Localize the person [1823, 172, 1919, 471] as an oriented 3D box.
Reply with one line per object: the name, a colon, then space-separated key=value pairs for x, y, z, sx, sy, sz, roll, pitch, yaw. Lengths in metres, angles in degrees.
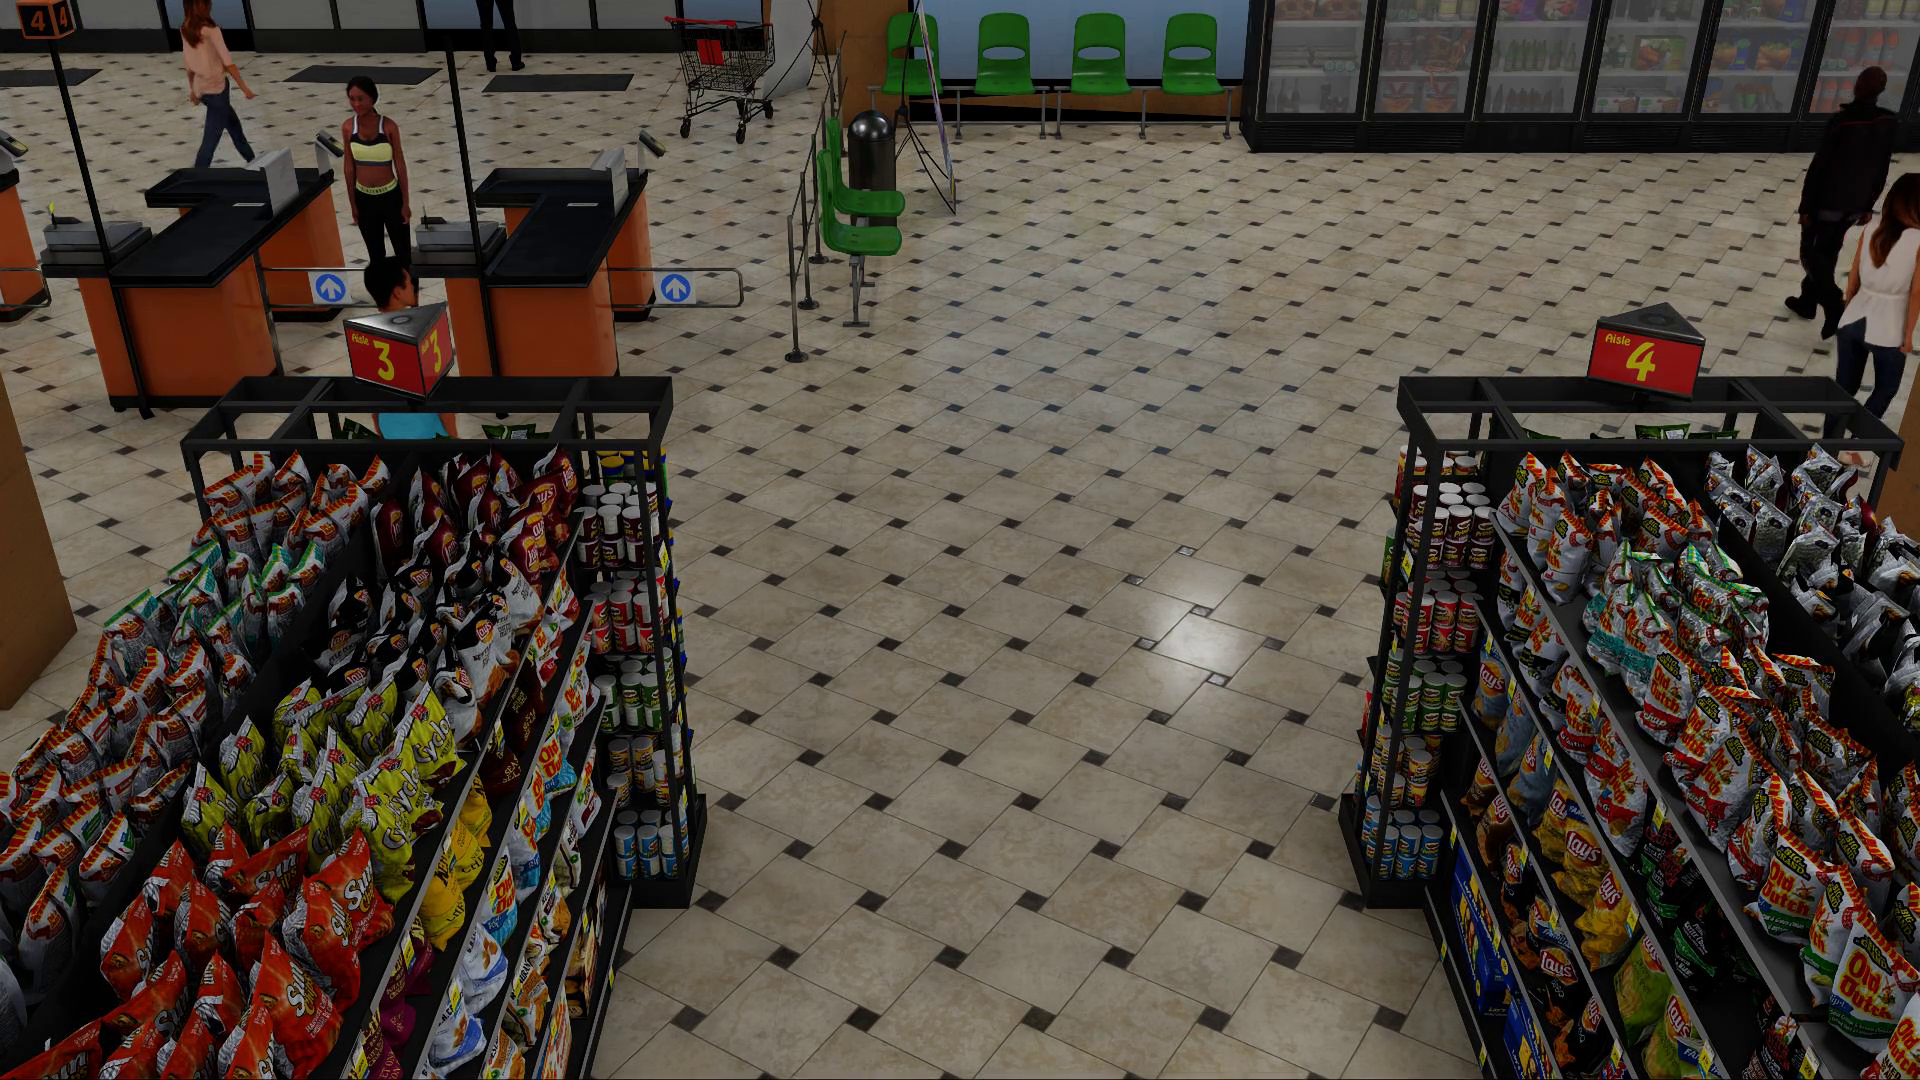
person: x=5.066 y=-1.154 z=9.310 sx=0.793 sy=1.774 sz=0.708 roll=-19 pitch=34 yaw=-30

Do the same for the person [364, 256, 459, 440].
person: x=-2.672 y=-0.514 z=8.136 sx=0.672 sy=1.776 sz=0.629 roll=8 pitch=30 yaw=15

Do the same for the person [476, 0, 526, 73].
person: x=-5.159 y=-6.122 z=18.338 sx=0.759 sy=1.842 sz=0.667 roll=-5 pitch=29 yaw=-9

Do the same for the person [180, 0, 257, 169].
person: x=-6.383 y=-3.725 z=14.069 sx=1.037 sy=1.727 sz=1.240 roll=17 pitch=33 yaw=29

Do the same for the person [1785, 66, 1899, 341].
person: x=6.048 y=-2.289 z=11.364 sx=0.729 sy=1.799 sz=1.080 roll=-2 pitch=29 yaw=-3

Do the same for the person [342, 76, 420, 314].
person: x=-3.984 y=-2.314 z=11.455 sx=0.574 sy=1.755 sz=0.534 roll=-3 pitch=29 yaw=-5
